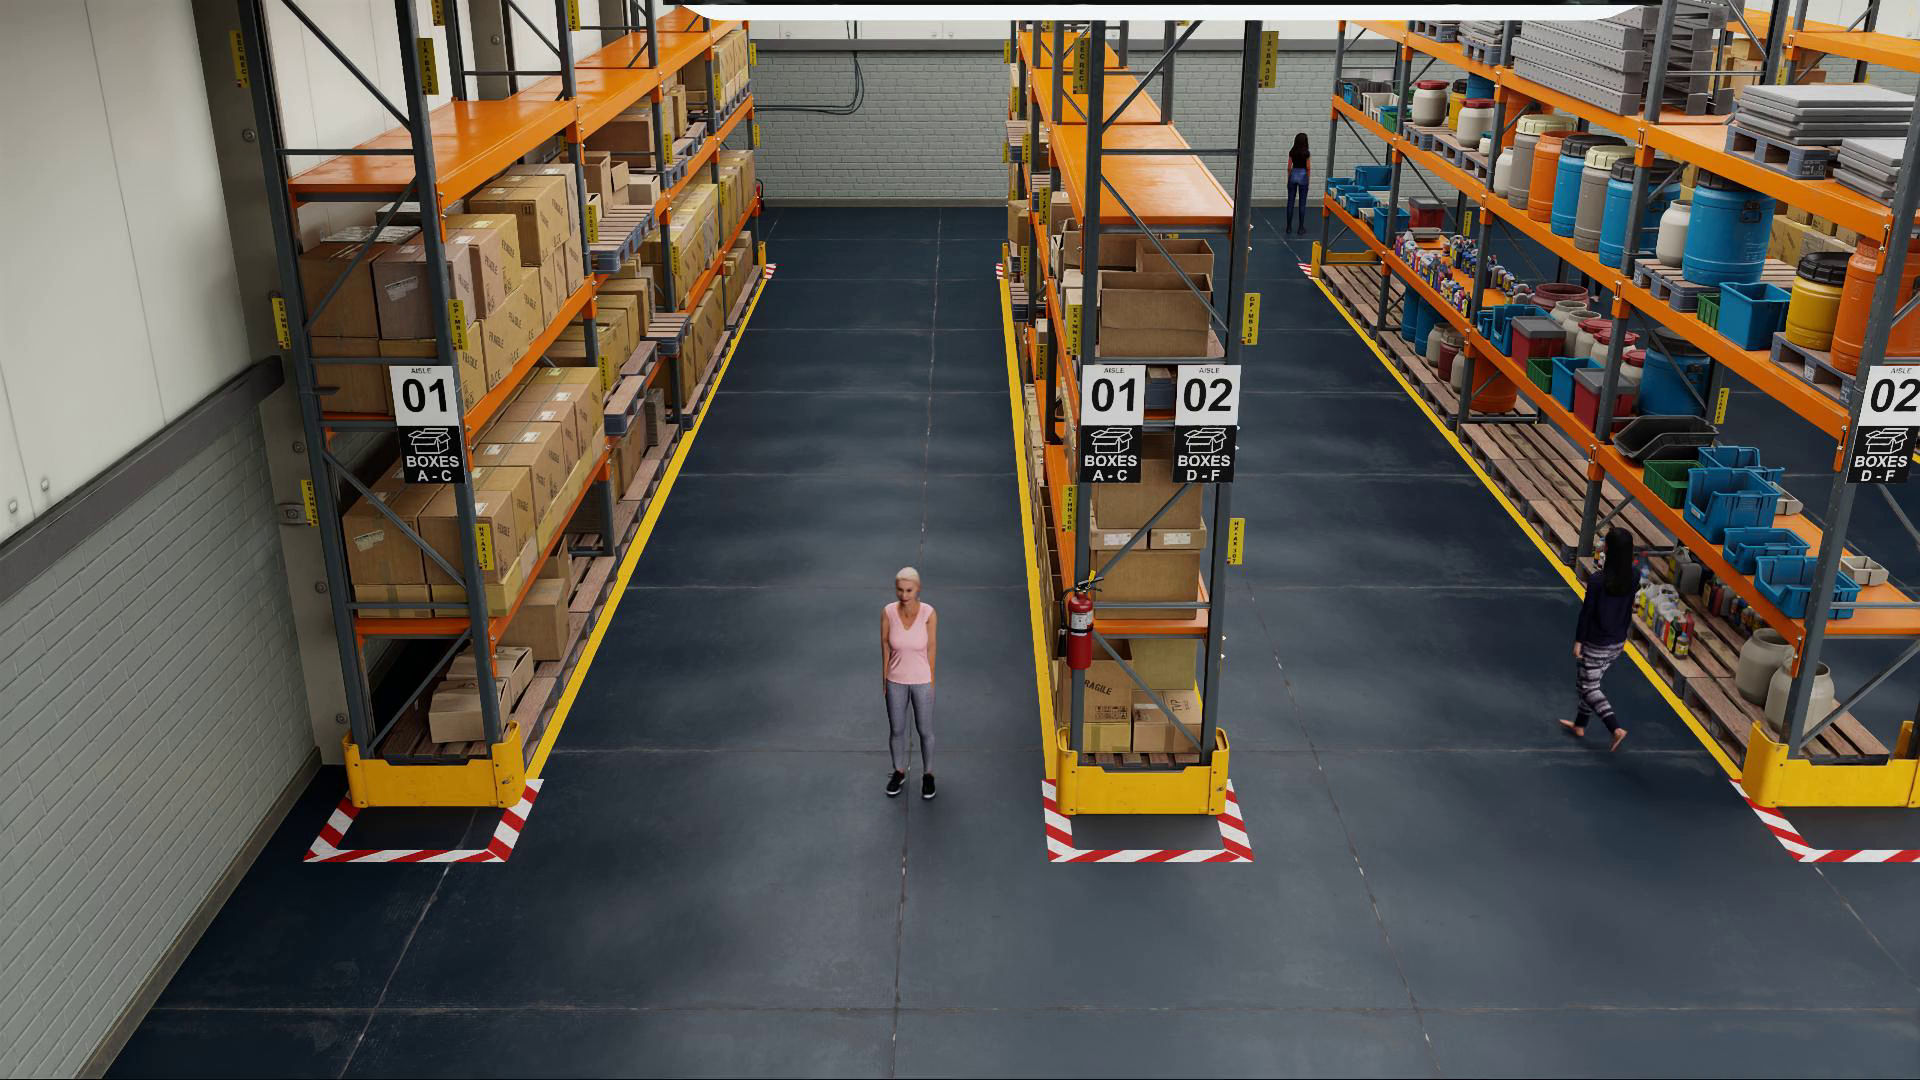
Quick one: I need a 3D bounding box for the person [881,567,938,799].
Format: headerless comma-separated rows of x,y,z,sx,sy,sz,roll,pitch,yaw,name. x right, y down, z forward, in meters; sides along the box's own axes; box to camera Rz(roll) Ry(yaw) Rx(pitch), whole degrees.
-0.344,0.969,11.548,0.559,1.722,0.531,3,22,7,person

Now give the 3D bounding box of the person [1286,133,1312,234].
5.951,-6.285,29.262,0.624,1.740,0.629,8,24,18,person

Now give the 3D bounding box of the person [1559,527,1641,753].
4.723,0.745,12.103,0.814,1.717,1.013,-8,24,-19,person
